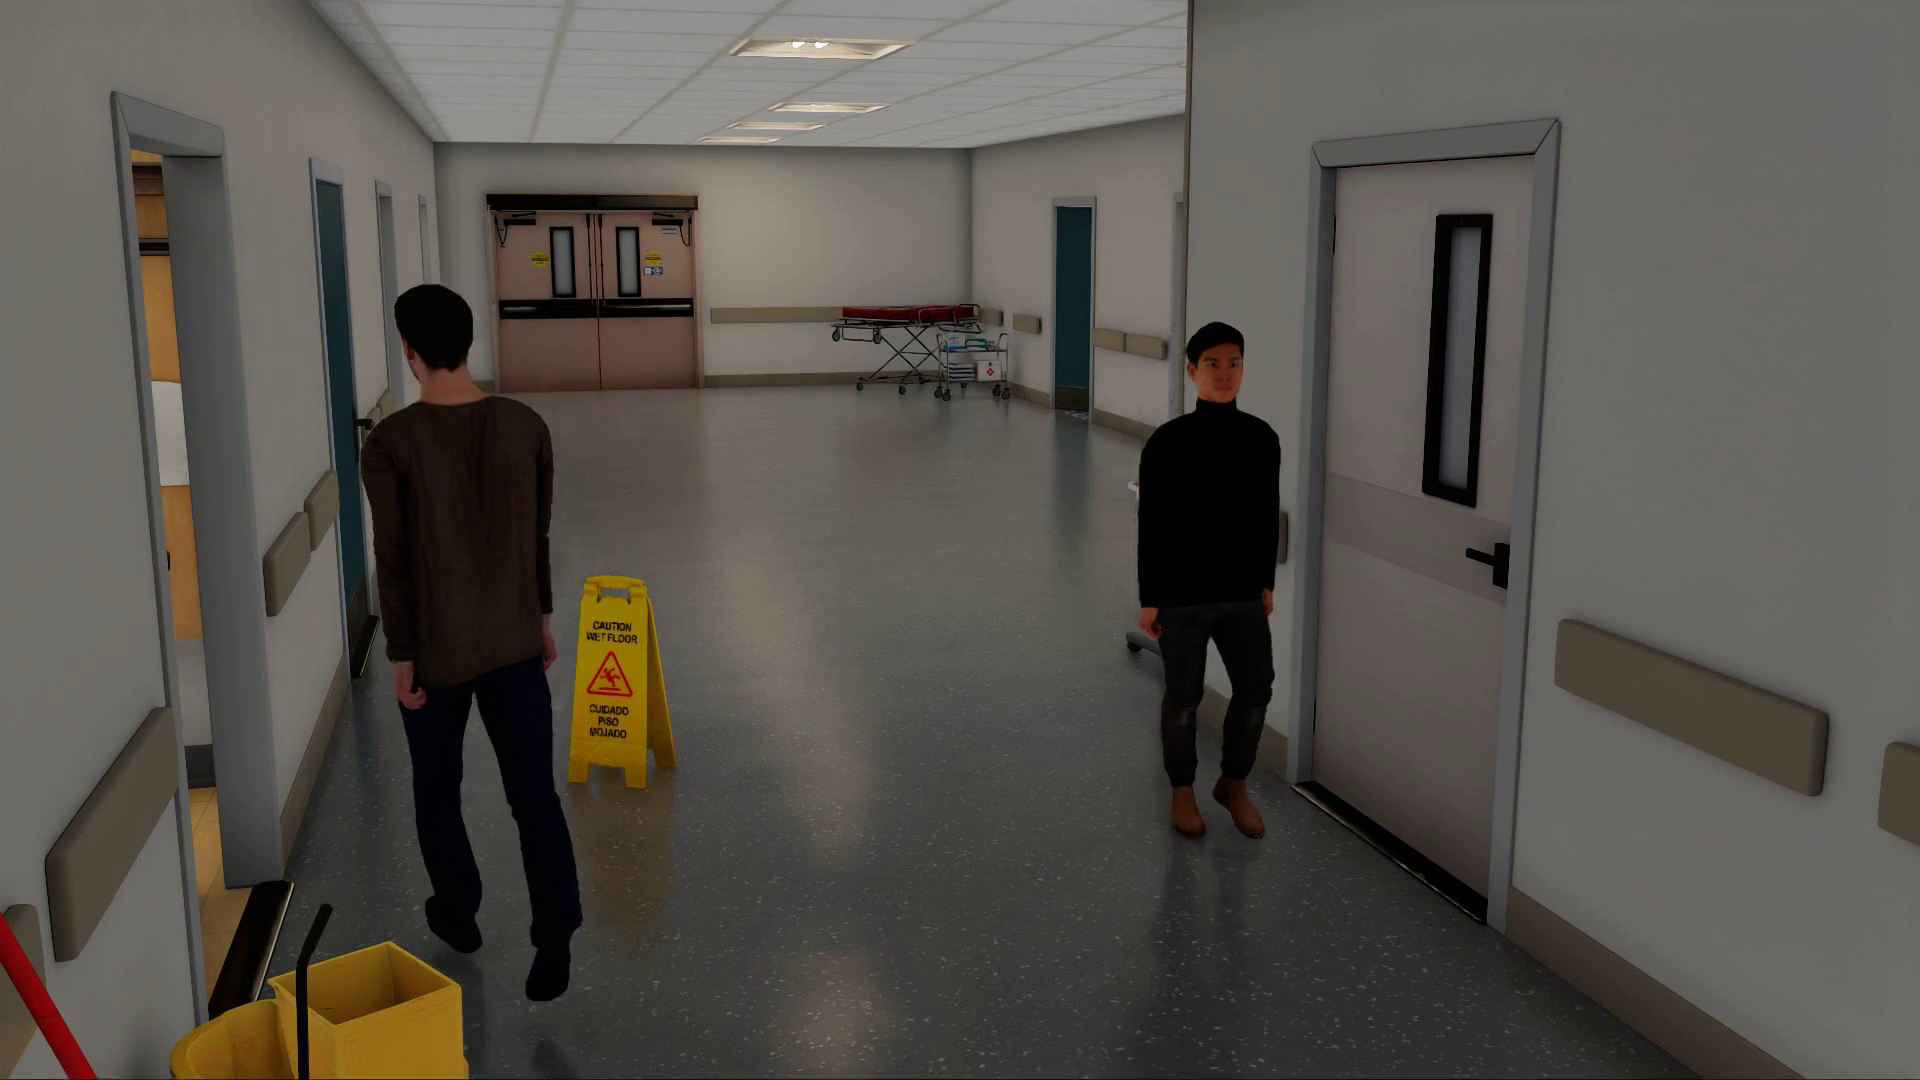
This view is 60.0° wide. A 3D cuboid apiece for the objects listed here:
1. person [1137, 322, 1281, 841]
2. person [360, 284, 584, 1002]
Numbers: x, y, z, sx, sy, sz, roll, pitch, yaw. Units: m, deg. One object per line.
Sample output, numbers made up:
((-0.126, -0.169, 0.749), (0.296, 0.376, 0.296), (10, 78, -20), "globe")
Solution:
((0.818, 0.134, 5.574), (0.695, 1.712, 0.651), (-1, 11, -6), "person")
((-1.233, 0.298, 4.322), (0.906, 1.856, 1.240), (-7, 13, -31), "person")
